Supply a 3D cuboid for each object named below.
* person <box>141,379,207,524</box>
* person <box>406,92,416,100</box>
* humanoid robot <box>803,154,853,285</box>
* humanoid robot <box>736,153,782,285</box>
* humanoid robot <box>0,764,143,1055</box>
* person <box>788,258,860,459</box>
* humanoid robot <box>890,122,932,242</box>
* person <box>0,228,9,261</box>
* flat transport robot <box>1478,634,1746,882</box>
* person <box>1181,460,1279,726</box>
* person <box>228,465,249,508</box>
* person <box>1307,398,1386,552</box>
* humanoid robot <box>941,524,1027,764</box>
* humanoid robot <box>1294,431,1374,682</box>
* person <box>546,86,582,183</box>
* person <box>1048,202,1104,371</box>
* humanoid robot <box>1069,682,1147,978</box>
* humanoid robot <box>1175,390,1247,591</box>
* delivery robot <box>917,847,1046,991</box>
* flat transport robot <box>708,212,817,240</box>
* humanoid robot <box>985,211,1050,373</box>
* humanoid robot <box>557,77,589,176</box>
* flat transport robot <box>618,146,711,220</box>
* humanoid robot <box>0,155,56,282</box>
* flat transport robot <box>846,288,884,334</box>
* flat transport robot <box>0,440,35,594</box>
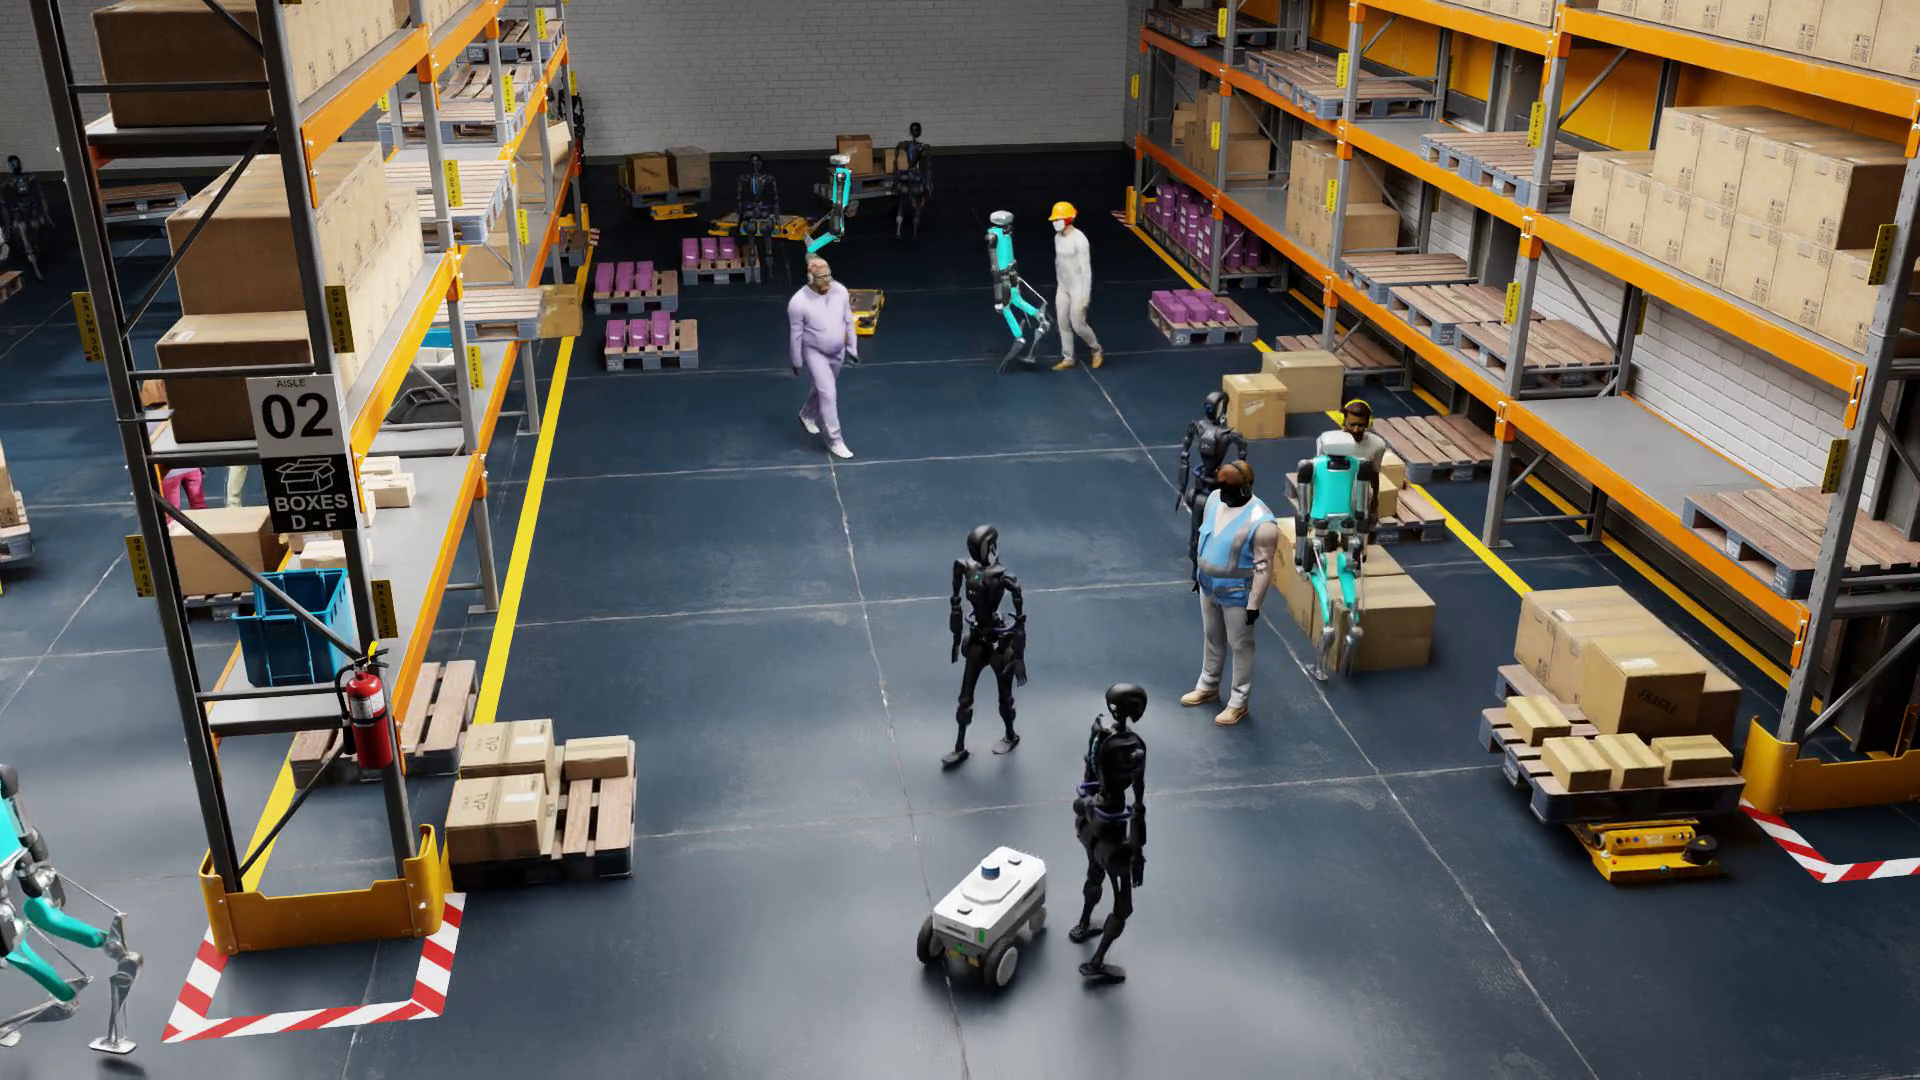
[{"bbox_3d":[-6.211,-0.521,13.175,0.283,1.628,0.502,19,30,37],"label":"person"},{"bbox_3d":[-8.080,-5.867,25.152,0.958,1.795,0.626,5,24,12],"label":"person"},{"bbox_3d":[-1.693,-3.970,20.731,0.735,1.677,0.533,1,24,2],"label":"humanoid robot"},{"bbox_3d":[-2.586,-4.115,21.285,0.599,1.656,0.315,3,24,8],"label":"humanoid robot"},{"bbox_3d":[-4.315,1.771,7.805,1.024,1.713,0.549,5,24,12],"label":"humanoid robot"},{"bbox_3d":[-1.317,-1.784,15.770,0.630,1.855,0.997,-20,31,-38],"label":"person"},{"bbox_3d":[-0.701,-5.015,23.354,0.599,1.638,0.419,3,24,6],"label":"humanoid robot"},{"bbox_3d":[-13.248,-4.703,22.353,0.856,1.915,0.503,19,30,36],"label":"person"},{"bbox_3d":[3.937,1.574,10.092,0.659,0.231,1.431,-2,24,-5],"label":"flat transport robot"},{"bbox_3d":[1.765,0.335,10.966,0.430,1.838,0.620,-15,28,-30],"label":"person"},{"bbox_3d":[-5.983,-1.001,14.190,0.787,1.685,0.633,3,24,7],"label":"person"},{"bbox_3d":[2.838,-0.249,12.344,0.544,1.808,0.837,4,24,9],"label":"person"},{"bbox_3d":[0.181,0.657,10.451,0.587,1.639,0.609,16,28,32],"label":"humanoid robot"},{"bbox_3d":[2.594,0.197,11.430,0.535,1.812,0.706,-2,24,-5],"label":"humanoid robot"},{"bbox_3d":[-6.576,-6.524,26.888,0.778,1.596,0.507,-7,25,-16],"label":"person"},{"bbox_3d":[1.245,-2.721,17.901,0.637,1.861,0.604,-15,28,-31],"label":"person"},{"bbox_3d":[0.741,1.472,8.578,0.391,1.638,0.608,-10,26,-22],"label":"humanoid robot"},{"bbox_3d":[1.933,-0.354,12.731,0.599,1.661,0.344,17,29,33],"label":"humanoid robot"},{"bbox_3d":[0.149,1.982,8.830,0.499,0.614,0.812,14,27,29],"label":"delivery robot"},{"bbox_3d":[-2.847,-4.516,23.966,1.431,0.231,0.659,6,24,13],"label":"flat transport robot"},{"bbox_3d":[0.679,-2.597,17.796,0.817,1.800,0.530,10,26,22],"label":"humanoid robot"},{"bbox_3d":[-6.438,-6.908,27.646,0.599,1.657,0.315,15,28,31],"label":"humanoid robot"},{"bbox_3d":[-4.496,-5.109,25.318,0.659,0.231,1.431,-9,25,-20],"label":"flat transport robot"},{"bbox_3d":[-12.092,-4.183,21.545,0.843,1.614,0.611,22,32,40],"label":"humanoid robot"},{"bbox_3d":[-1.294,-2.749,19.941,0.659,0.231,1.431,1,24,2],"label":"flat transport robot"},{"bbox_3d":[-8.064,0.180,13.267,0.659,0.231,1.431,-14,27,-28],"label":"flat transport robot"}]
